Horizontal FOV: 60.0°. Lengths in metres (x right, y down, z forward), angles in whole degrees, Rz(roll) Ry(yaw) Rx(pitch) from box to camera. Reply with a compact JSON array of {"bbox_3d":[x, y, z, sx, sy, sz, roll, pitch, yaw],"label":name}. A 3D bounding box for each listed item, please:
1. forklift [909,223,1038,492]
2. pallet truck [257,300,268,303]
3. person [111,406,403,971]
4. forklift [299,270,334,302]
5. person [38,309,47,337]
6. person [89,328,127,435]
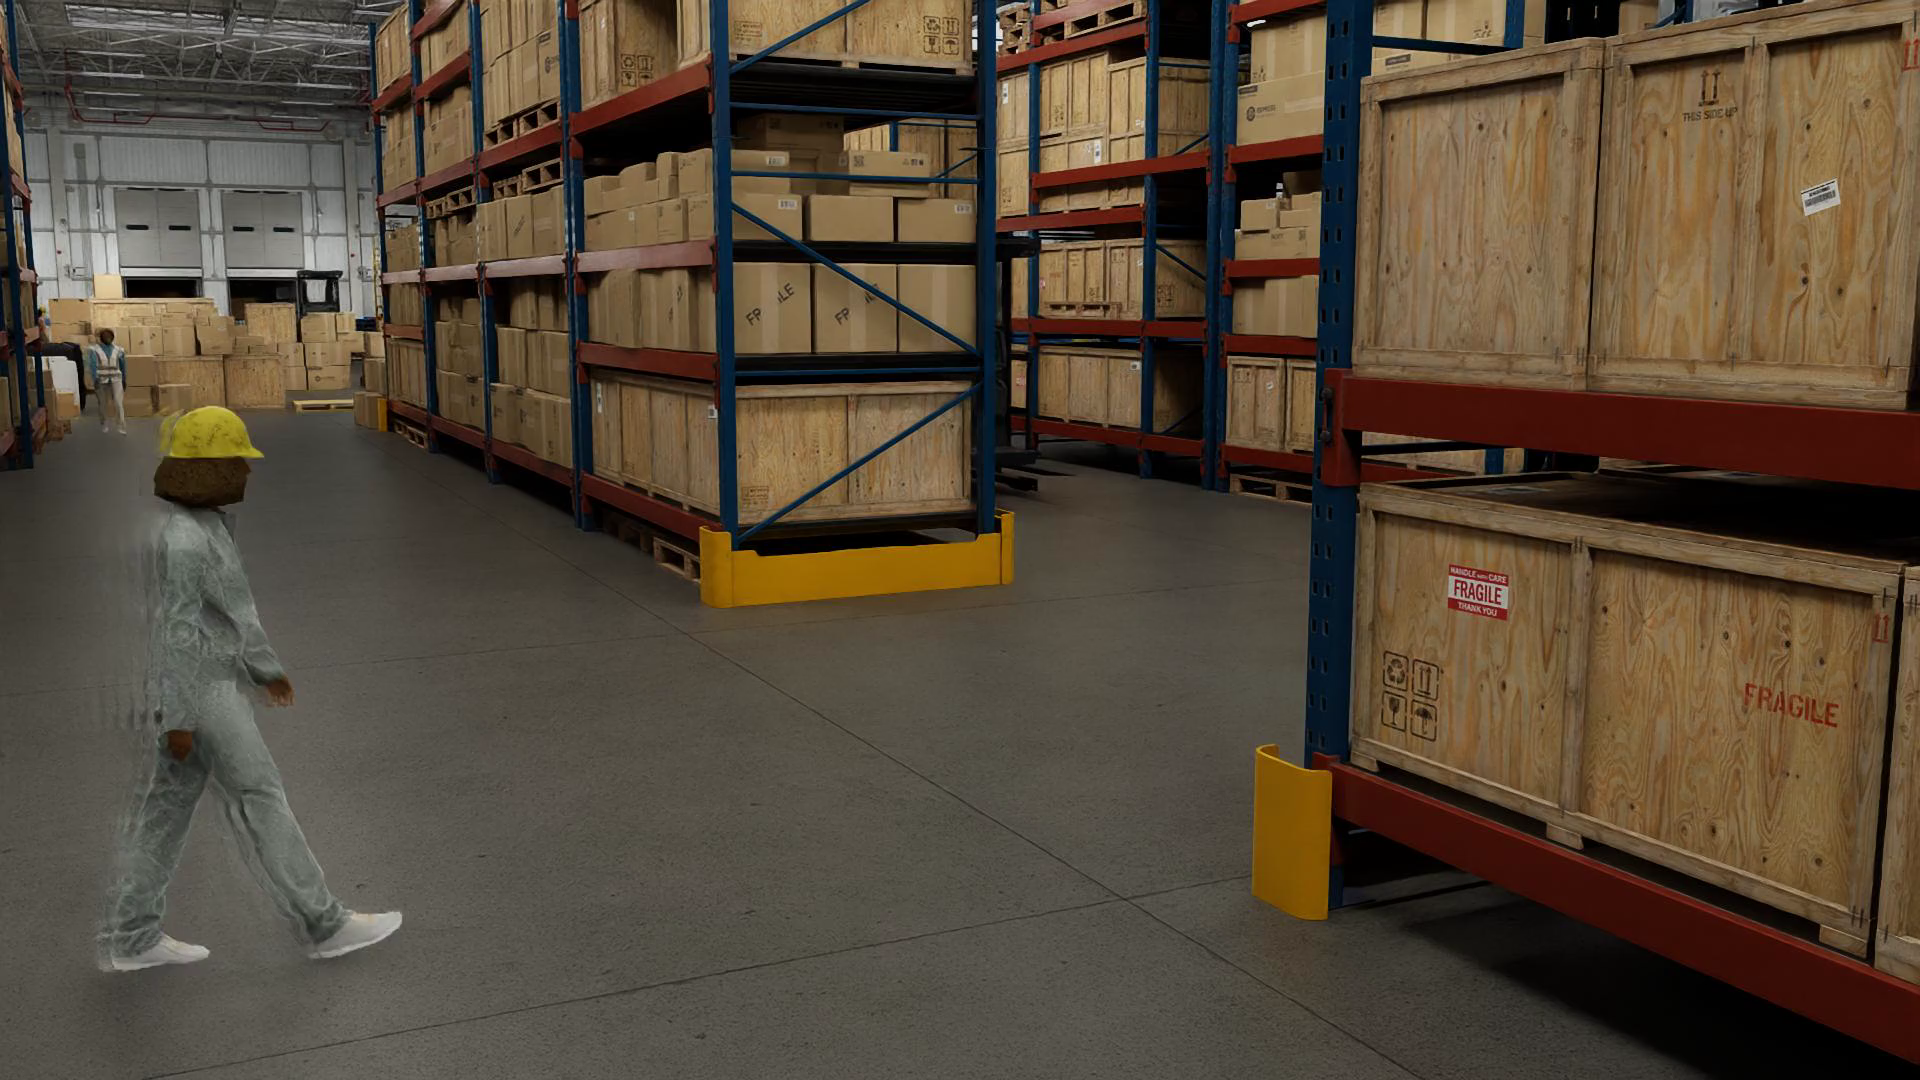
[{"bbox_3d":[-0.111,-1.948,17.523,1.129,2.768,1.873,-4,9,-26],"label":"forklift"},{"bbox_3d":[-23.913,-7.404,58.171,1.885,1.965,0.823,-1,8,-9],"label":"pallet truck"},{"bbox_3d":[-2.160,0.455,4.993,0.874,1.701,0.500,-3,9,-22],"label":"person"},{"bbox_3d":[-18.345,-6.292,47.477,1.129,2.768,1.873,-5,10,-32],"label":"forklift"},{"bbox_3d":[-32.023,-7.217,57.972,0.367,1.687,0.543,-2,8,-12],"label":"person"},{"bbox_3d":[-12.742,-2.379,24.881,0.504,1.603,0.836,-6,10,-34],"label":"person"}]
